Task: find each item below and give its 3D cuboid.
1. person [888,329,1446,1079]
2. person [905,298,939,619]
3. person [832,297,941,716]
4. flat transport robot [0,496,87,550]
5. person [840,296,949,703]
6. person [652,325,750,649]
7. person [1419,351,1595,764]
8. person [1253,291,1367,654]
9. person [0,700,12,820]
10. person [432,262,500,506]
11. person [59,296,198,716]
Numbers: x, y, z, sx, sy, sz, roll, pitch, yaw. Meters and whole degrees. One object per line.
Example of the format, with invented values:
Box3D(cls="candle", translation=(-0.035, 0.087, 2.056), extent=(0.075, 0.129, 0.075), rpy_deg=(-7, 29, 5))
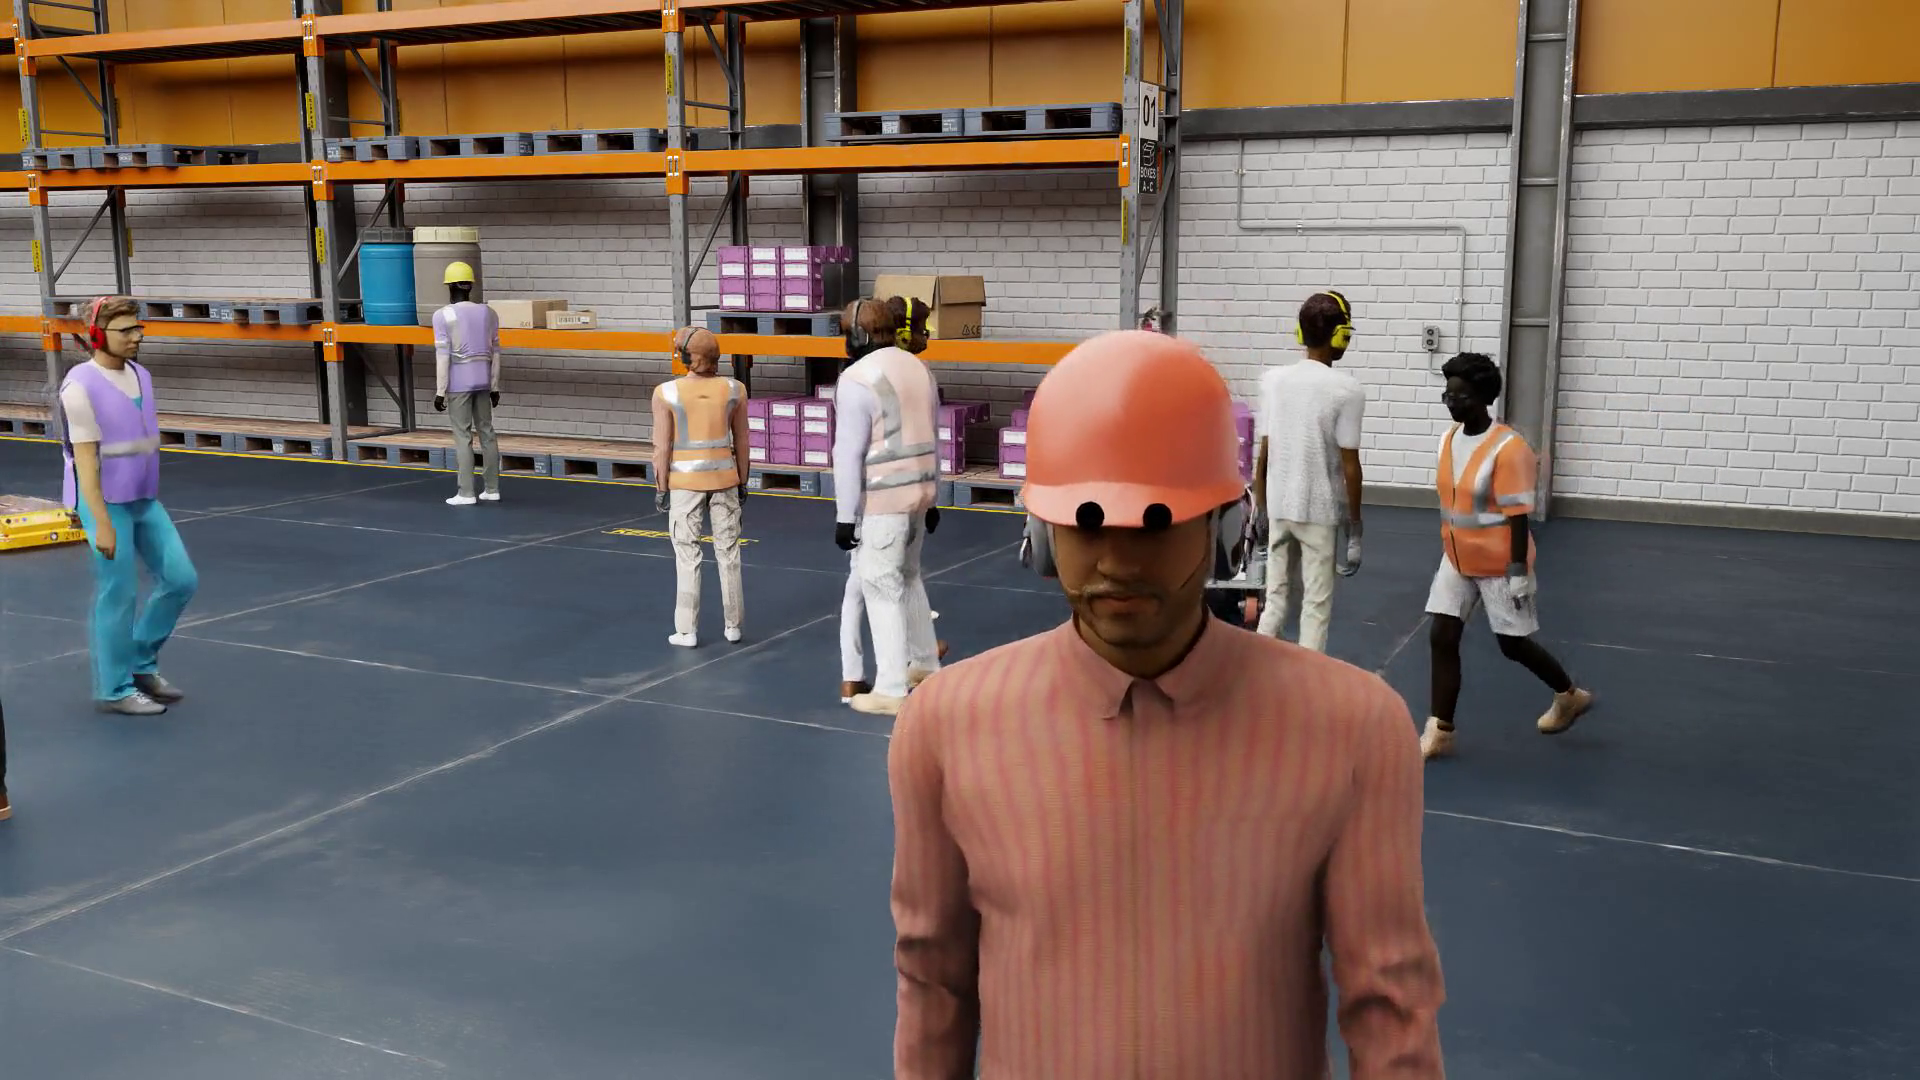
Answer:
Box3D(cls="person", translation=(0.218, 0.736, 1.892), extent=(0.608, 1.946, 1.030), rpy_deg=(1, 10, 4))
Box3D(cls="person", translation=(-0.276, -0.409, 8.945), extent=(0.330, 1.765, 0.533), rpy_deg=(6, 11, 30))
Box3D(cls="person", translation=(-0.334, -0.150, 7.324), extent=(0.435, 1.819, 0.654), rpy_deg=(6, 11, 30))
Box3D(cls="flat transport robot", translation=(-6.700, -0.141, 11.685), extent=(1.431, 0.197, 0.652), rpy_deg=(8, 12, 37))
Box3D(cls="person", translation=(-0.324, -0.195, 7.595), extent=(0.532, 1.812, 0.903), rpy_deg=(6, 12, 33))
Box3D(cls="person", translation=(-1.306, -0.263, 8.454), extent=(0.514, 1.645, 0.308), rpy_deg=(-5, 11, -26))
Box3D(cls="person", translation=(2.164, 0.070, 6.574), extent=(0.824, 1.649, 0.536), rpy_deg=(-4, 11, -24))
Box3D(cls="person", translation=(1.404, -0.068, 6.740), extent=(0.348, 1.858, 0.520), rpy_deg=(-9, 14, -43))
Box3D(cls="person", translation=(-3.530, 0.055, 5.628), extent=(0.393, 1.992, 0.622), rpy_deg=(-1, 10, -6))
Box3D(cls="person", translation=(-3.920, -1.232, 13.193), extent=(0.384, 1.924, 0.594), rpy_deg=(8, 12, 37))
Box3D(cls="person", translation=(-3.607, -0.134, 7.188), extent=(0.470, 1.825, 0.591), rpy_deg=(1, 10, 4))
